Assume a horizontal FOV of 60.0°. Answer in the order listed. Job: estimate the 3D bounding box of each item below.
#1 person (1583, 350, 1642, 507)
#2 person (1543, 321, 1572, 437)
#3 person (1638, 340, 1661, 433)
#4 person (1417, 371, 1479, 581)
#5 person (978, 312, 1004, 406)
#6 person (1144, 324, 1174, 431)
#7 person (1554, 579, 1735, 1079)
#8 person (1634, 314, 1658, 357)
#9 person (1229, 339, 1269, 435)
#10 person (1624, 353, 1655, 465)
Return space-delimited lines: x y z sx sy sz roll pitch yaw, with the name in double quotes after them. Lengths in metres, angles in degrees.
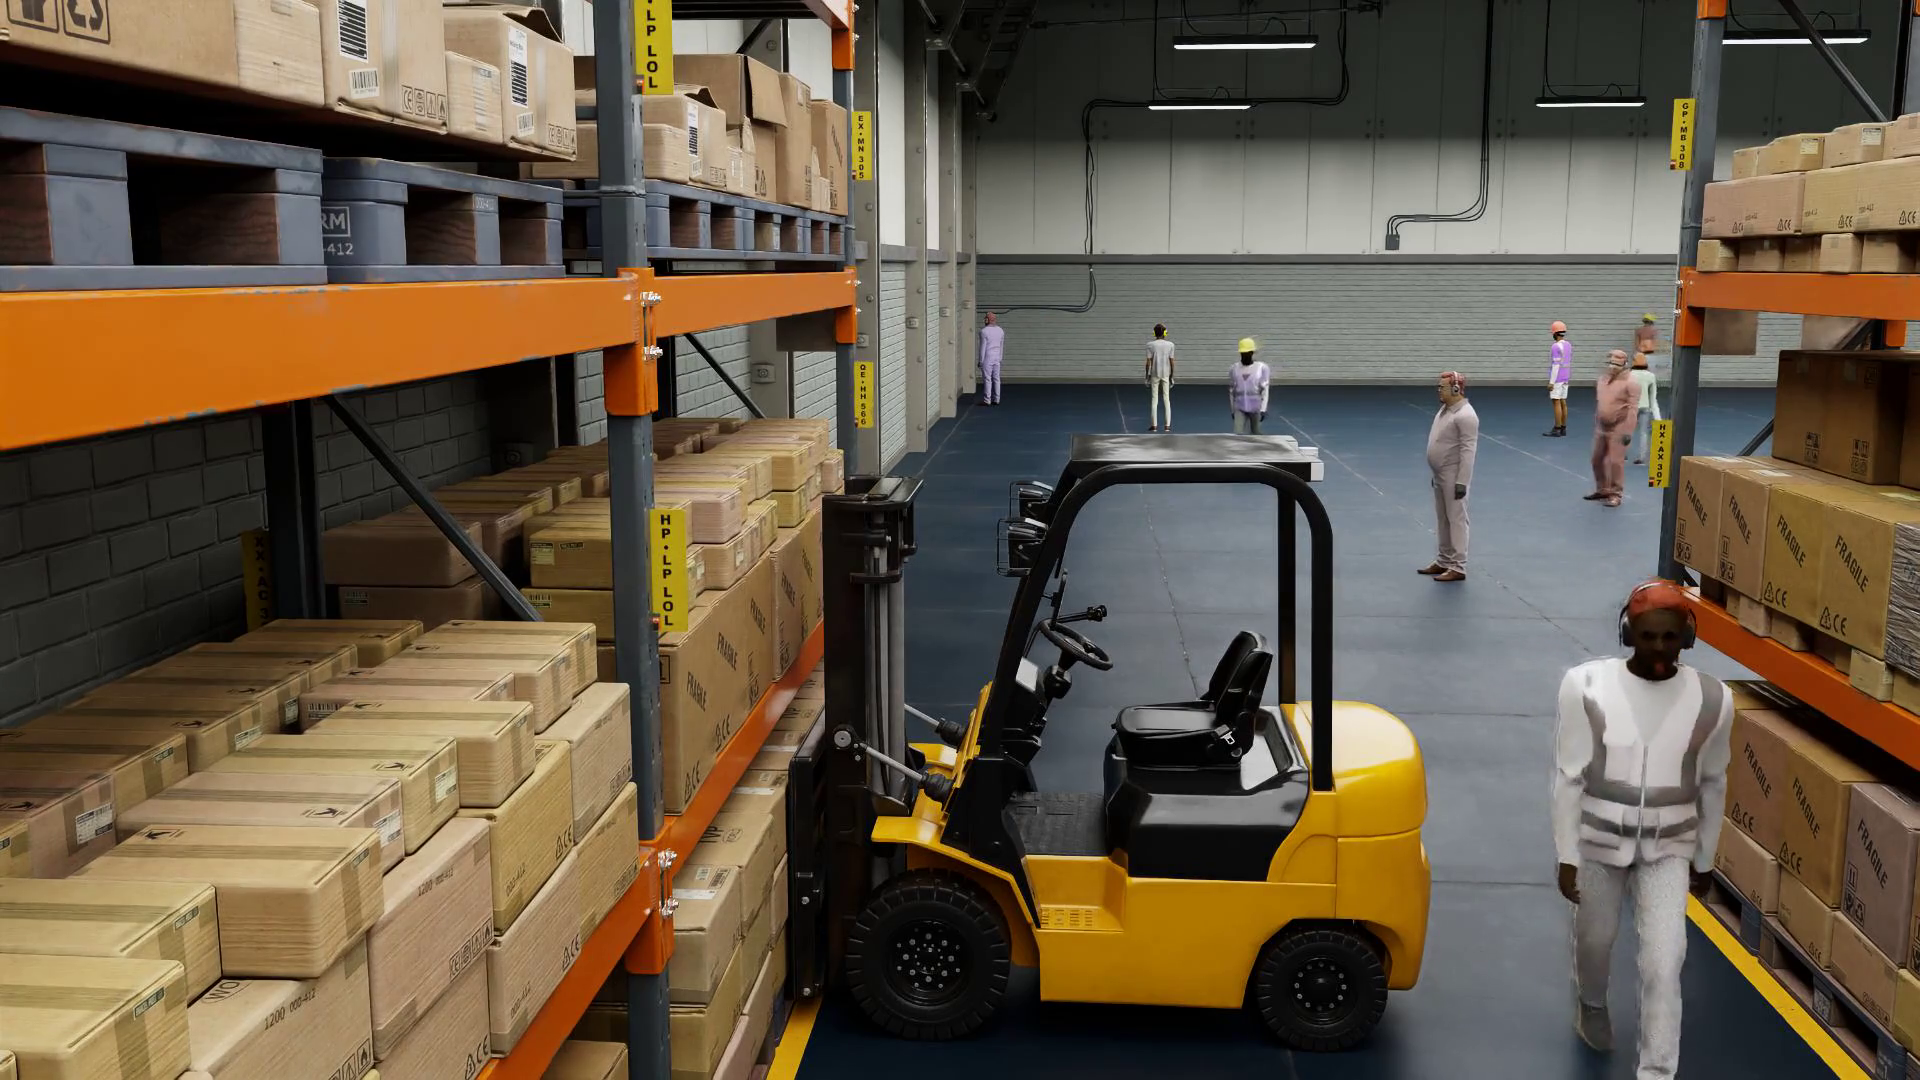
7.810 -1.335 19.866 0.488 1.872 0.745 -4 10 -24 "person"
10.017 -2.695 27.893 0.376 1.934 0.547 9 13 44 "person"
11.710 -2.624 28.496 0.500 1.588 0.861 -5 11 -28 "person"
4.452 -0.580 15.163 0.401 1.910 0.642 -1 9 -4 "person"
0.602 -3.697 34.051 0.409 1.907 0.651 9 13 44 "person"
3.451 -2.810 28.810 0.521 1.865 0.334 0 9 0 "person"
2.308 1.018 5.694 0.556 1.845 0.970 3 10 17 "person"
15.815 -4.330 38.437 0.489 1.749 0.586 -7 11 -35 "person"
3.941 -1.815 22.764 0.592 1.876 1.008 4 10 25 "person"
9.736 -1.899 24.043 0.538 1.609 0.661 -2 10 -10 "person"
